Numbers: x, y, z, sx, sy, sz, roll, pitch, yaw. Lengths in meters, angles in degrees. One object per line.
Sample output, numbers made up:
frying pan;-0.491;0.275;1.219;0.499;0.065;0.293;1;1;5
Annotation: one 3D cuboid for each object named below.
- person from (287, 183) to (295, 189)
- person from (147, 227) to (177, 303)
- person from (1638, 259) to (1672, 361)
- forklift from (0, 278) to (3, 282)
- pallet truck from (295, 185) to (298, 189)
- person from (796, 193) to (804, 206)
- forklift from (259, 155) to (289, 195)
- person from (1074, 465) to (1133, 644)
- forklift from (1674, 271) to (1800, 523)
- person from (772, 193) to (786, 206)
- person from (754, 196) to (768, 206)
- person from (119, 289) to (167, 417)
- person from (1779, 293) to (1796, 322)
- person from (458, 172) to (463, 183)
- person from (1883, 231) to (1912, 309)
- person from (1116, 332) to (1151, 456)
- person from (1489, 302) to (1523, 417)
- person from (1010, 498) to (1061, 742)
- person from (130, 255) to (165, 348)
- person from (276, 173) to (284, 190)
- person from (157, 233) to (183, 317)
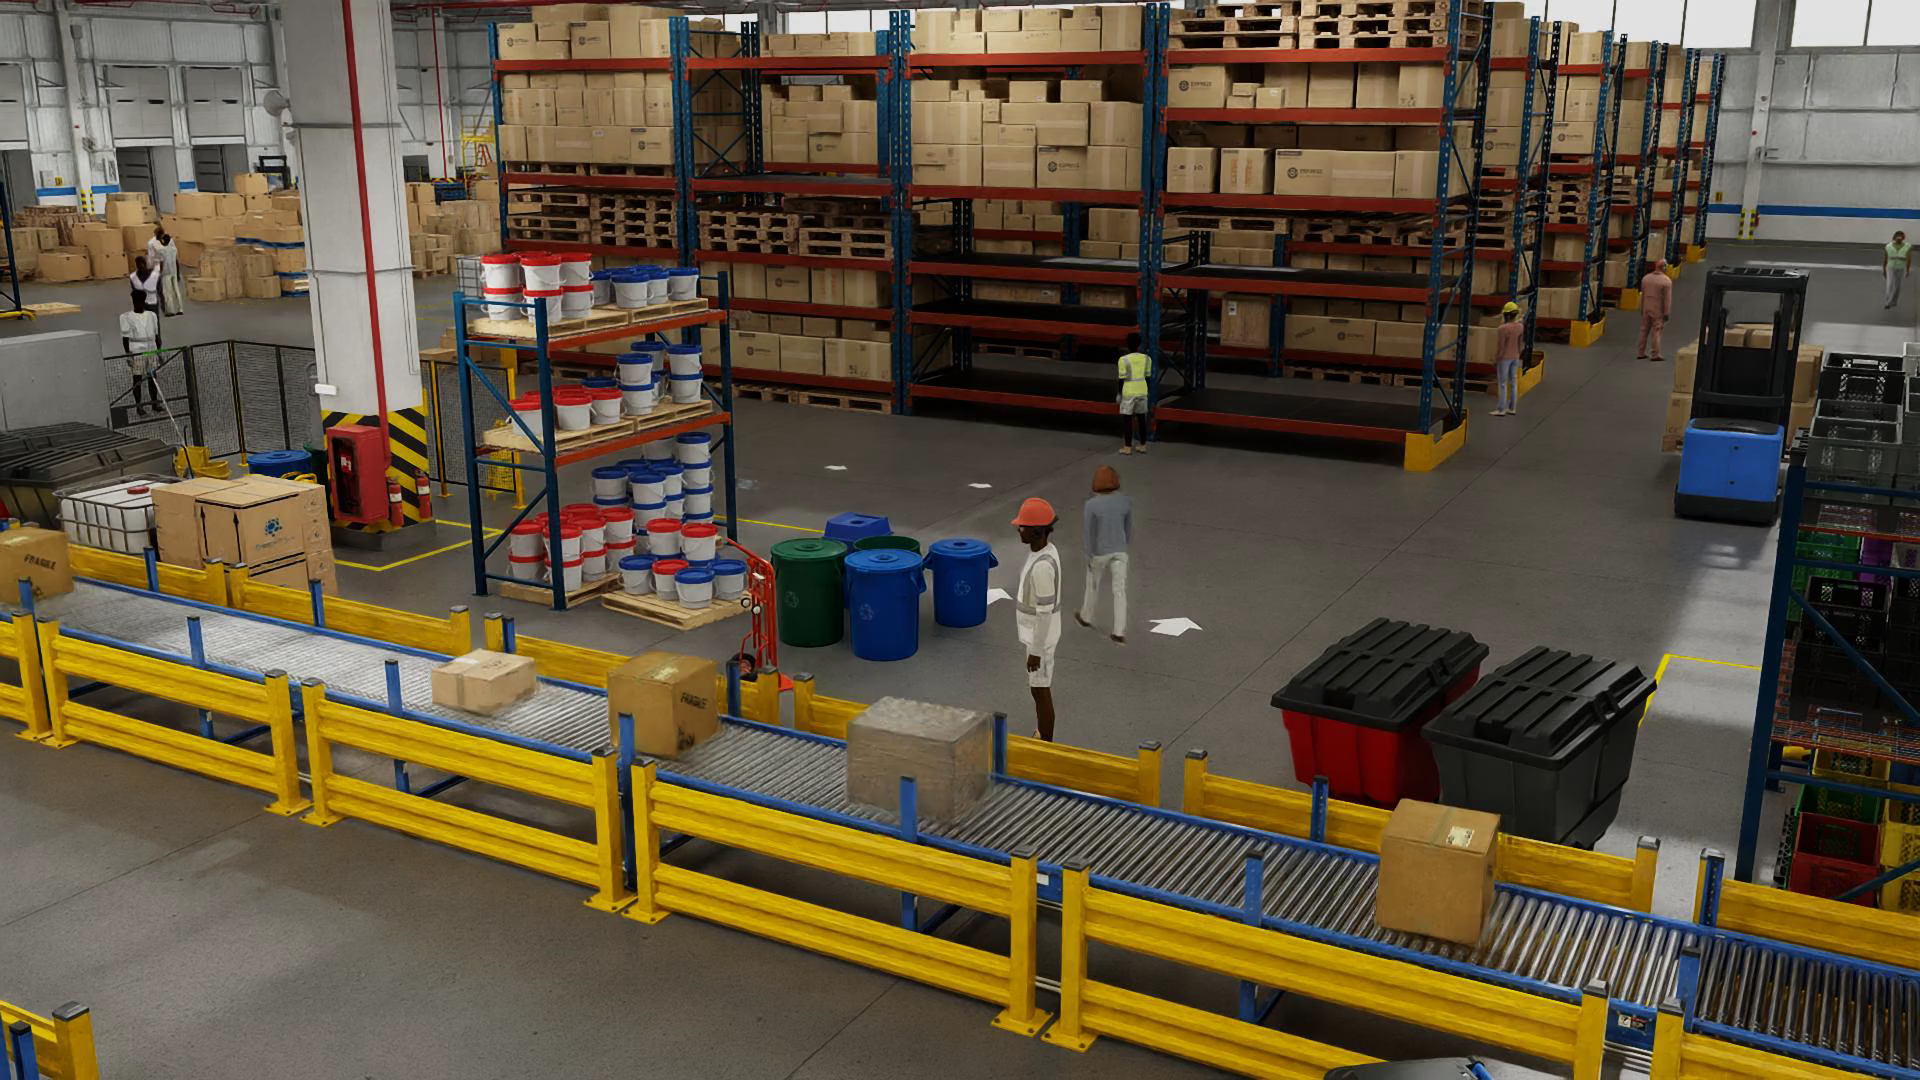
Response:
person;-23.454;-11.581;58.484;0.444;1.918;0.711;10;18;33
person;-19.255;-6.658;40.200;0.628;1.814;0.907;-10;18;-33
person;13.047;-4.304;31.167;0.399;1.900;0.645;-8;17;-29
forklift;-26.395;-8.043;43.338;1.129;2.768;1.873;8;17;28
pallet truck;-26.804;-14.617;69.738;1.885;1.965;0.823;-14;20;-42
person;-5.193;-10.570;54.653;0.636;1.941;1.034;2;15;9
forklift;-24.419;-12.329;59.450;1.129;2.768;1.873;-6;16;-23
person;1.320;0.104;15.174;0.507;1.598;0.812;-4;15;-15
forklift;9.269;-1.763;19.726;1.129;2.768;1.873;8;17;27
person;-5.948;-10.773;55.590;0.634;1.841;0.429;2;15;6
person;-6.247;-9.808;51.808;0.651;1.918;0.454;4;15;15
person;-12.655;-2.905;25.783;0.376;1.959;0.603;10;18;33
person;15.638;-4.241;31.431;0.284;1.633;0.499;4;15;13
person;-21.617;-15.104;72.177;0.479;1.674;0.545;-2;15;-9
person;22.007;-6.369;39.105;0.567;1.814;0.925;8;17;29
person;2.389;-2.015;22.937;0.540;1.697;0.318;-7;17;-26
person;8.463;-2.800;25.760;0.533;1.767;0.321;-8;17;-29
person;0.545;0.692;12.102;0.377;2.044;0.607;0;15;0
person;-15.646;-4.558;32.124;0.623;1.898;0.540;-1;15;-4
person;-27.705;-14.042;67.760;0.734;1.904;0.598;-7;16;-24
person;-17.812;-5.967;37.458;0.322;1.876;0.531;8;17;28
